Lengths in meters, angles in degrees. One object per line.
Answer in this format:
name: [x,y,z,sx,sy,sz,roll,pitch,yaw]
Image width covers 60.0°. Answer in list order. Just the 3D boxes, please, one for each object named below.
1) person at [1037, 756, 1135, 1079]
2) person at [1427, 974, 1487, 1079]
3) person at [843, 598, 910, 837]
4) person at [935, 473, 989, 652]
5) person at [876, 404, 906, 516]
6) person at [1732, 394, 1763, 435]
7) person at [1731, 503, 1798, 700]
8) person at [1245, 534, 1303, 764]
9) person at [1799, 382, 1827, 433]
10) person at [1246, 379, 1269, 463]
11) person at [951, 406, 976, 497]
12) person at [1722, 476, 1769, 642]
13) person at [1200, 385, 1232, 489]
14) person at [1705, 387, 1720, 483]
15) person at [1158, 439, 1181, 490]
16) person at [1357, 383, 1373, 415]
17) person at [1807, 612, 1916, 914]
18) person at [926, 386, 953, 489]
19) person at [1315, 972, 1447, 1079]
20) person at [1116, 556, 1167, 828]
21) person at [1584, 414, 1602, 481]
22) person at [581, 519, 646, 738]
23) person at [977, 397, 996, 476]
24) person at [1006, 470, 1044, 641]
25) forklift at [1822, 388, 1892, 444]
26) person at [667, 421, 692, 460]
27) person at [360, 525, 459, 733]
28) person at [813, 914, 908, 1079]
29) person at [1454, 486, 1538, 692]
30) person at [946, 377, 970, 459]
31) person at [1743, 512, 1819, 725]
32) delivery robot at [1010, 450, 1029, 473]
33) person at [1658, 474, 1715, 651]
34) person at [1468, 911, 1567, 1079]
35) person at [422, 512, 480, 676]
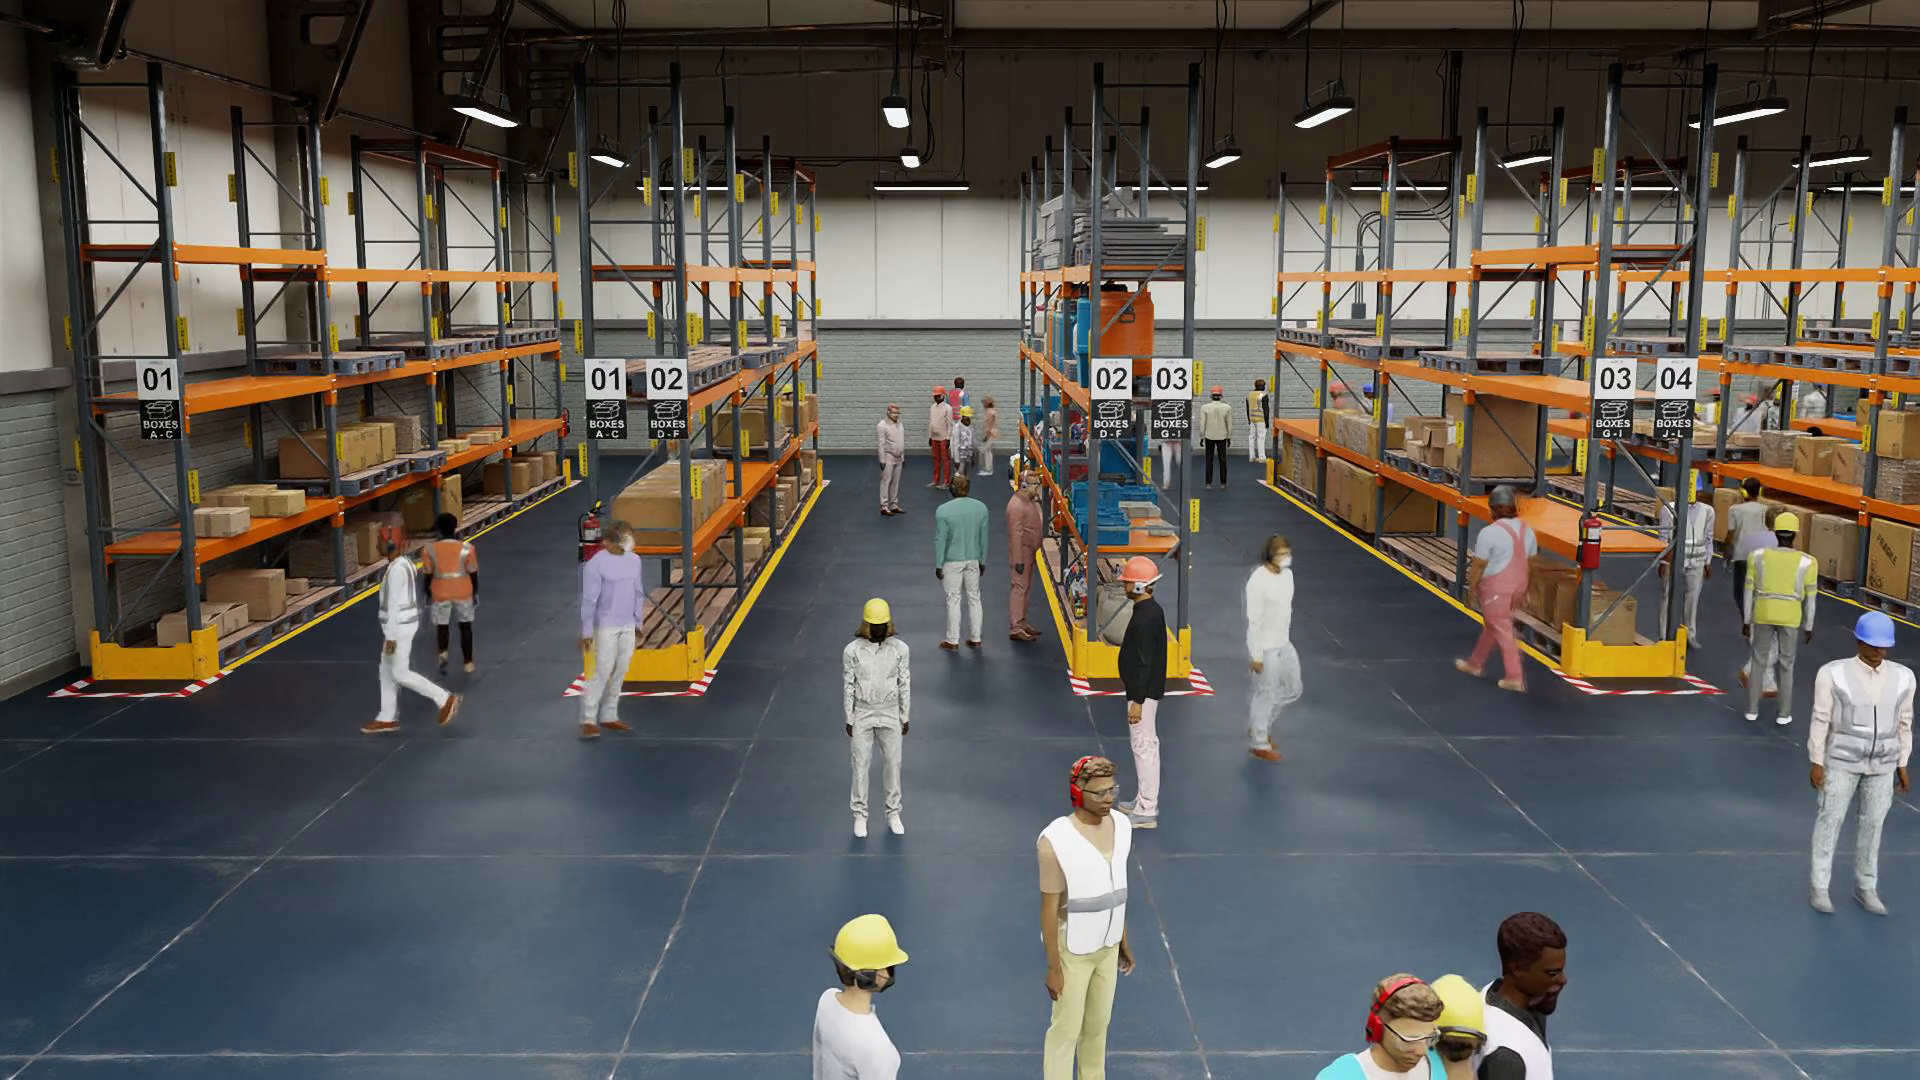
person: [0.576,1.882,7.658,0.390,1.846,0.565,8,12,43]
person: [1.569,2.276,5.413,0.536,1.763,0.348,1,9,5]
person: [-0.592,1.270,11.948,0.484,1.738,0.320,-1,9,-9]
person: [0.016,0.241,17.957,0.628,1.932,0.372,-5,10,-27]
person: [-1.149,-1.374,28.440,0.406,1.902,0.639,6,11,35]
person: [15.957,-2.099,33.719,0.373,1.712,0.613,-4,10,-26]
person: [7.616,0.604,15.664,0.636,1.918,0.646,-1,9,-9]
person: [2.591,0.897,13.744,0.438,1.922,0.657,7,11,38]
person: [18.402,-2.531,35.775,0.647,1.929,0.530,-1,9,-7]
person: [6.592,-2.623,36.654,0.429,1.845,0.622,-6,11,-34]
person: [0.084,-1.425,28.989,0.404,1.829,0.592,5,10,30]
person: [8.739,0.218,18.382,0.530,1.841,0.689,1,9,8]
person: [4.914,-1.978,32.014,0.612,1.995,0.393,0,9,2]
person: [14.977,-2.075,32.903,0.456,1.912,0.557,-4,10,-26]
person: [4.122,-1.871,31.933,0.636,1.817,0.665,3,9,18]
person: [8.202,-2.193,33.548,0.388,1.947,0.615,5,10,31]
person: [5.667,1.396,10.467,0.615,1.943,0.409,1,9,6]
person: [-0.390,-1.970,31.966,0.382,1.995,0.612,-8,12,-42]
person: [1.343,2.250,5.319,0.563,1.838,0.389,-5,10,-30]
person: [1.321,1.105,12.179,0.385,1.993,0.623,2,9,12]
person: [12.667,-2.046,33.252,0.602,1.746,0.524,2,9,13]
person: [-3.056,0.773,14.628,0.344,1.905,0.721,6,11,33]
person: [0.558,-2.122,34.157,0.364,1.615,0.544,-3,9,-18]
person: [0.732,0.168,18.519,0.399,1.902,0.643,2,9,15]
forklift: [20.072,-3.110,36.462,1.873,2.768,1.129,0,9,0]
person: [-5.149,-1.645,30.212,0.554,1.881,0.993,0,9,-2]
person: [-4.896,0.789,14.668,0.782,1.859,0.596,-3,9,-19]
person: [-0.345,2.189,5.944,0.329,1.767,0.529,-5,10,-27]
person: [5.282,0.427,16.394,0.696,2.000,1.006,-5,10,-31]
person: [-0.010,-2.727,37.329,0.627,1.844,0.429,7,11,37]
person: [7.396,0.706,15.025,0.584,1.916,0.424,5,10,29]
delivery robot: [1.210,-1.576,33.741,0.477,0.478,0.707,0,9,-3]
person: [7.818,0.233,17.944,0.604,1.949,0.384,0,9,-1]
person: [1.815,2.166,5.610,0.379,1.916,0.591,3,9,18]
person: [-5.098,0.562,16.663,0.561,1.678,0.510,-2,9,-13]
